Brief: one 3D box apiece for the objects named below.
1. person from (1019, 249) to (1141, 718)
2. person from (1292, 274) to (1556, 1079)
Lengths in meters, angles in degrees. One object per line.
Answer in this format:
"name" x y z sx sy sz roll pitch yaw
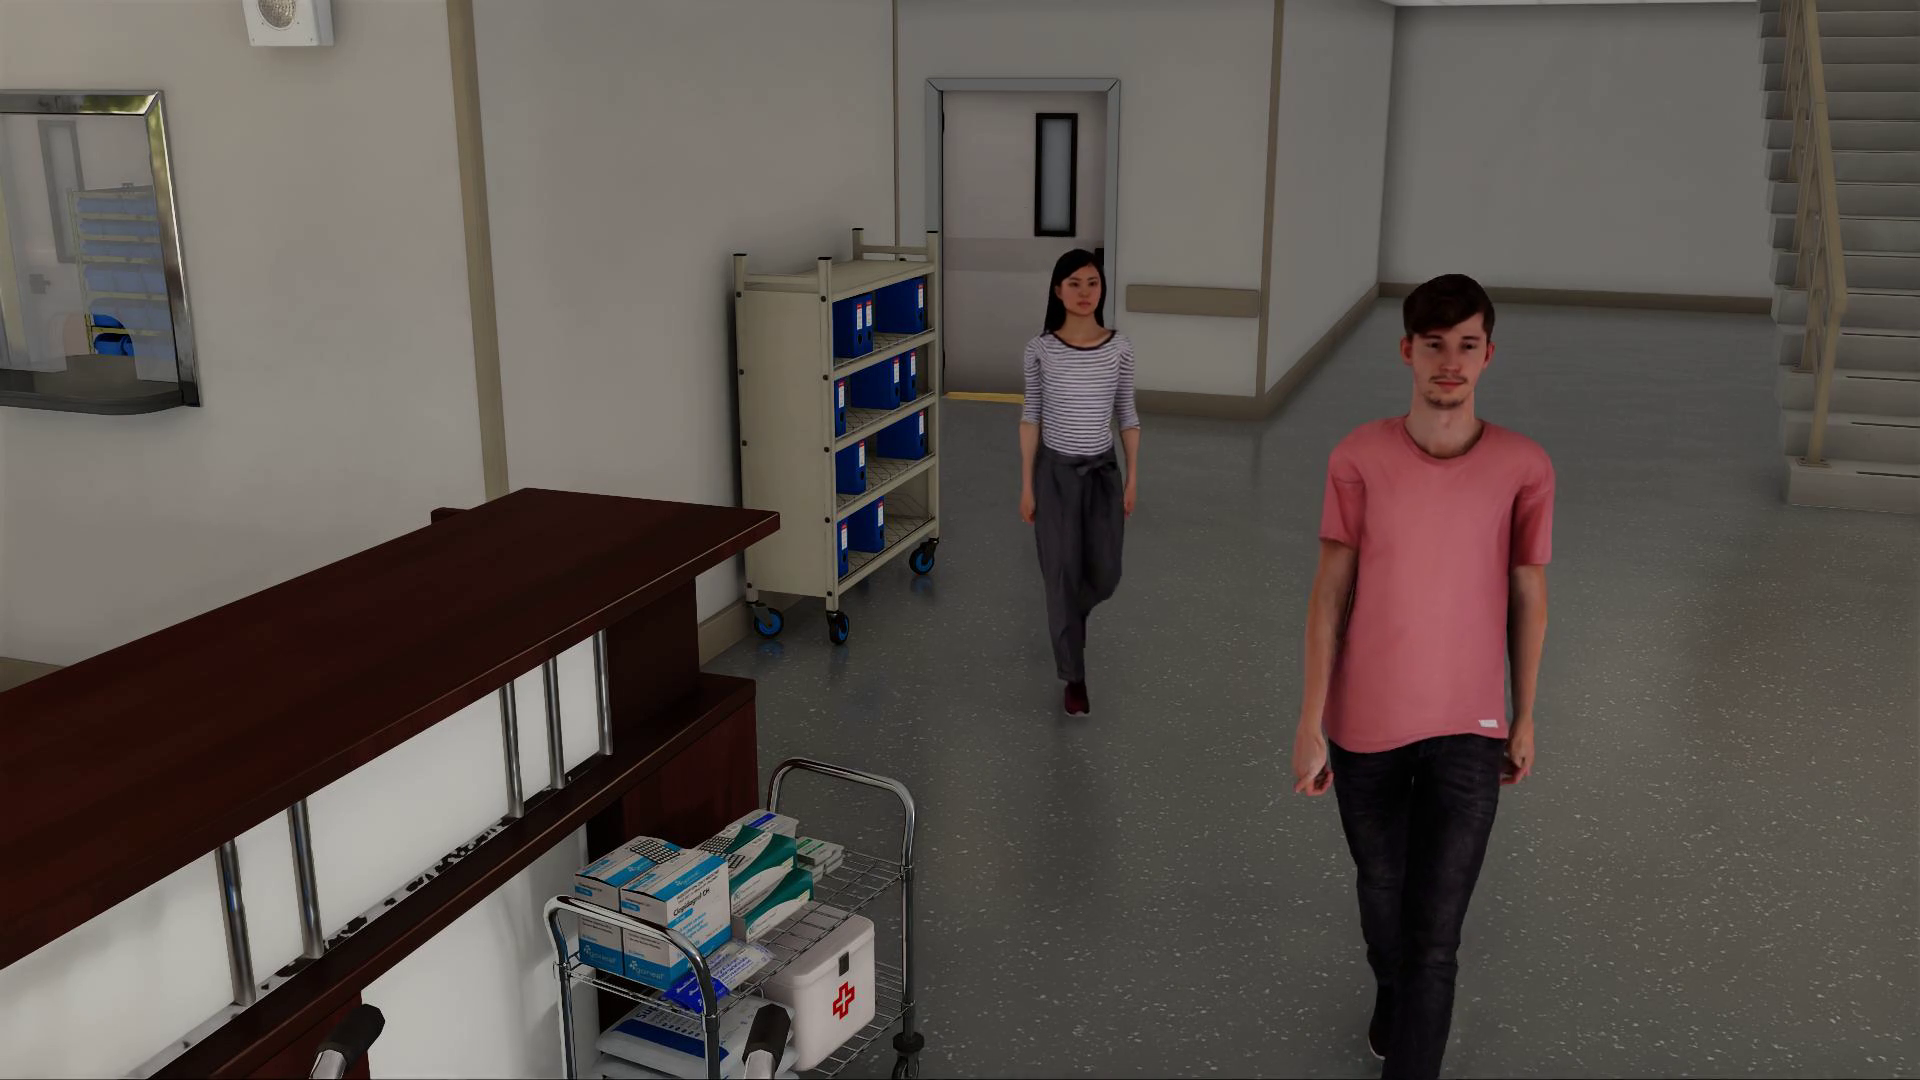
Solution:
"person" 0.432 -0.225 6.266 0.824 1.717 1.009 -1 16 -3
"person" 1.014 0.402 3.699 0.656 1.903 1.227 5 17 18
